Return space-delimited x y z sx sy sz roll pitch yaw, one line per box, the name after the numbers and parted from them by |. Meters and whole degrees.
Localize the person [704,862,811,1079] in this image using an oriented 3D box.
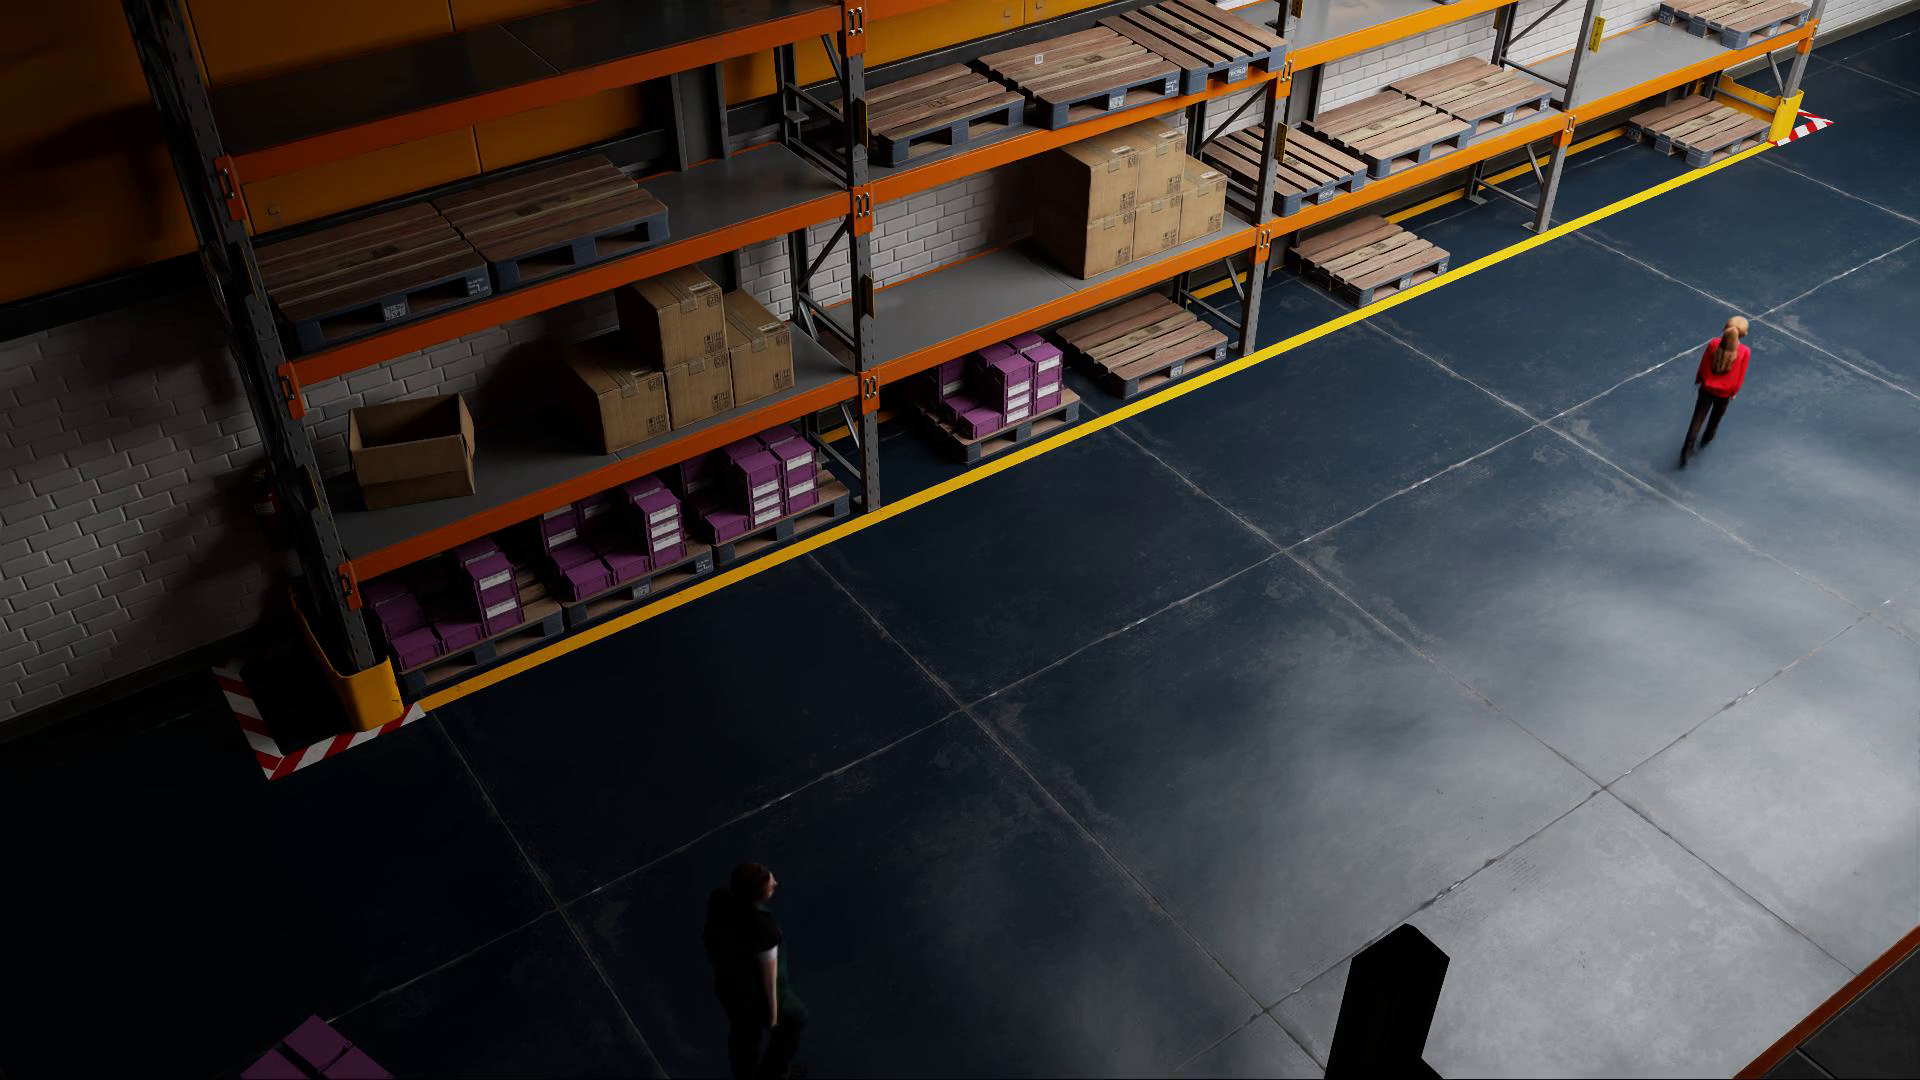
-1.117 2.325 8.502 0.757 1.822 0.758 25 45 28 | person

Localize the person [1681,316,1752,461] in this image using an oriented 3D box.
6.065 -1.203 13.370 0.726 1.261 0.961 22 43 25 | person
